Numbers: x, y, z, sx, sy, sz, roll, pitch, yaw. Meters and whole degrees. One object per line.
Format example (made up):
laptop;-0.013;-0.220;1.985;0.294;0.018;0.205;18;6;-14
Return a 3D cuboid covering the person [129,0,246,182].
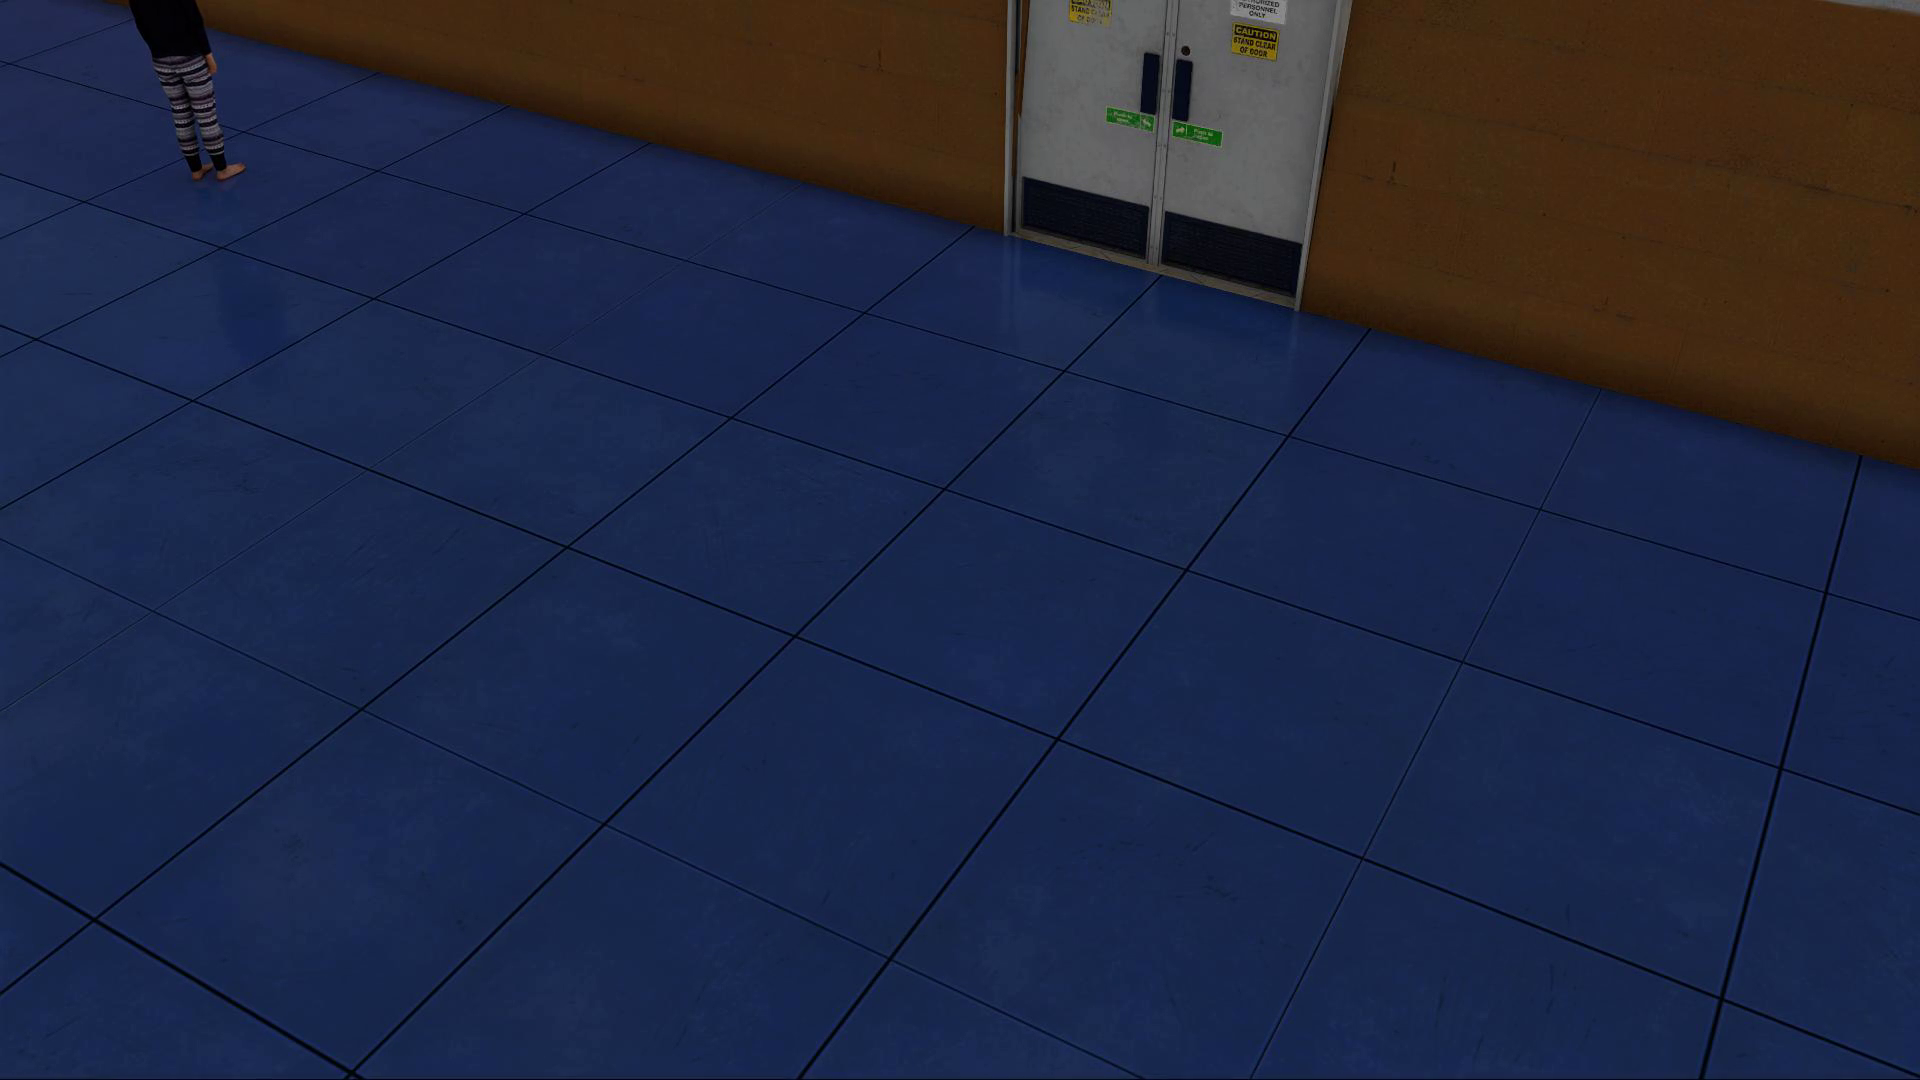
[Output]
person;-5.135;-3.198;10.908;0.671;1.735;0.642;5;37;7
